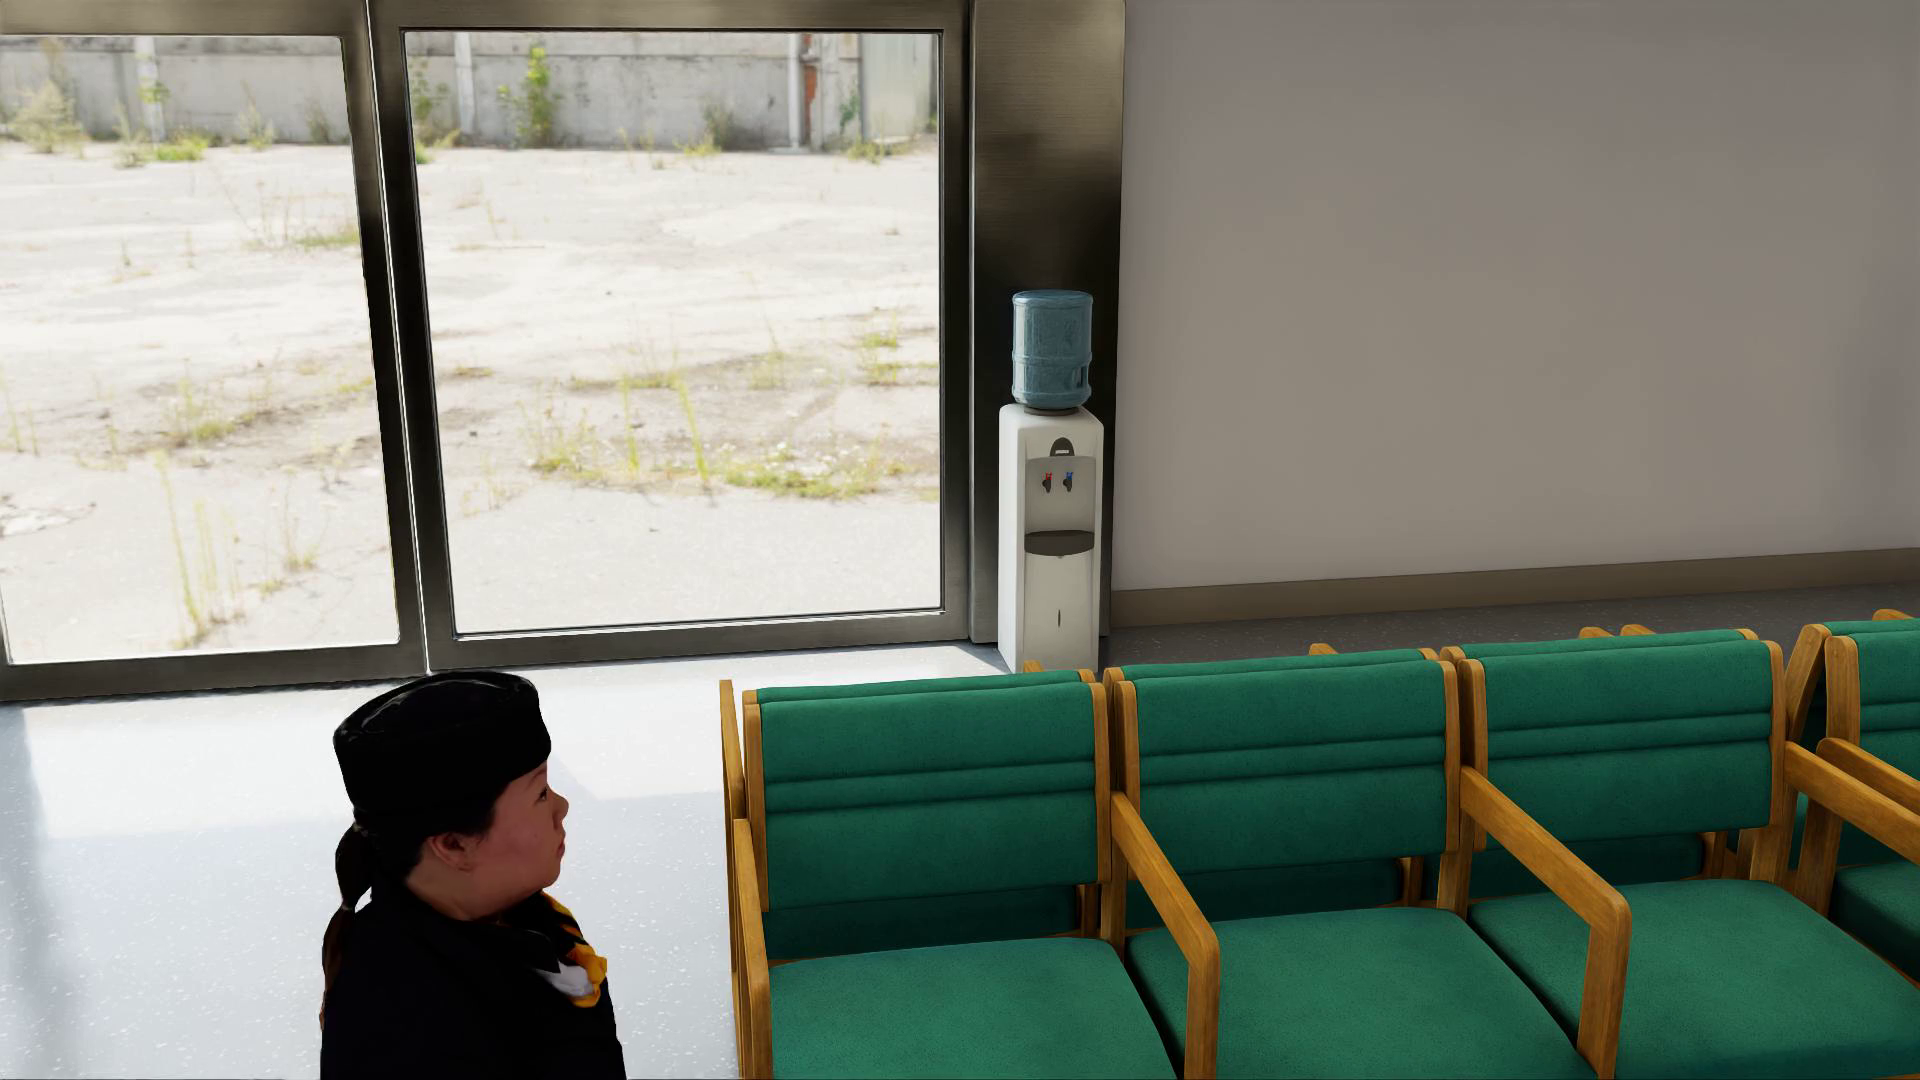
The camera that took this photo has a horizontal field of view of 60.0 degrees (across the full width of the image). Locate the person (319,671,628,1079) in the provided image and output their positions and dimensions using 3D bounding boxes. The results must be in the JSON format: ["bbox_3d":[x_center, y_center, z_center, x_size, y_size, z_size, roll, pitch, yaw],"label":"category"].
[{"bbox_3d":[-0.654,0.987,2.009,0.857,1.625,1.050,-1,16,-3],"label":"person"}]
